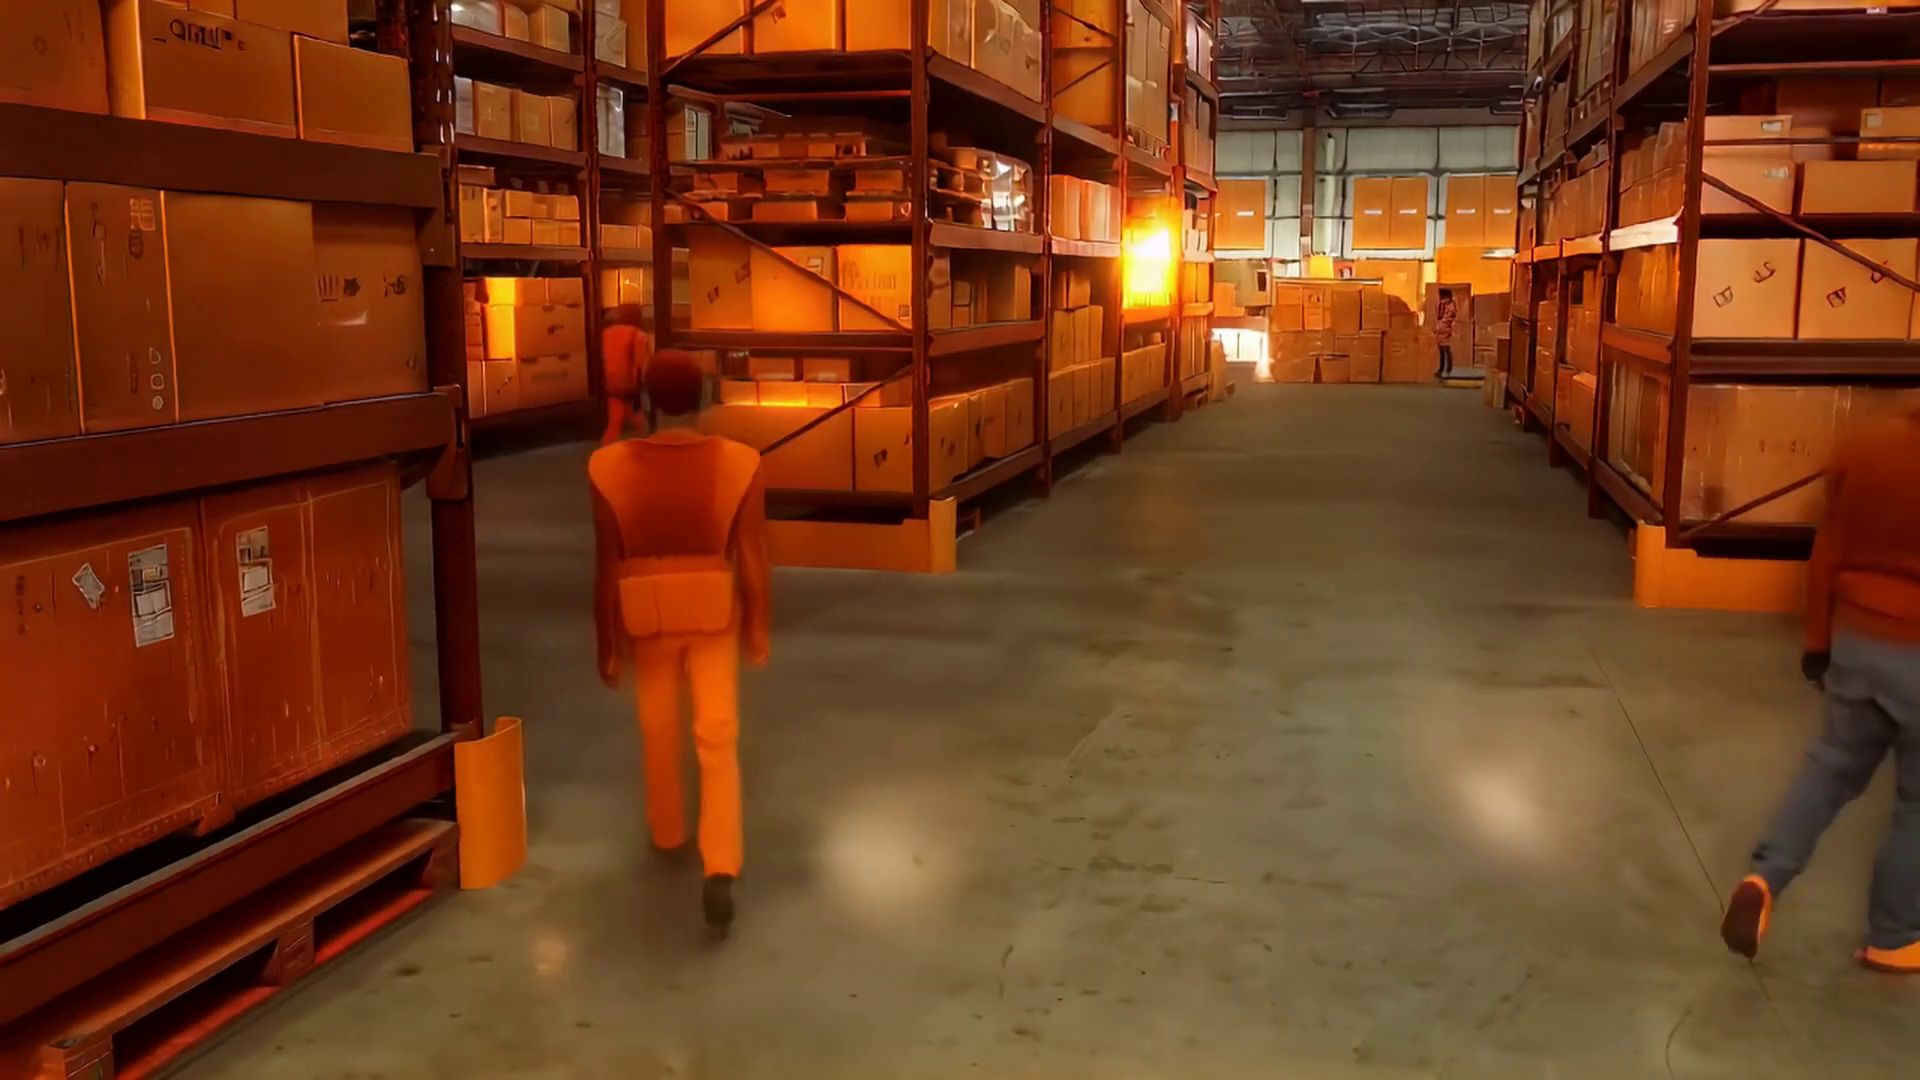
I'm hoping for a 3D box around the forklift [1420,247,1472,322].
[{"bbox_3d":[12.724,-6.180,43.035,1.129,2.768,1.873,-3,9,-19],"label":"forklift"}]

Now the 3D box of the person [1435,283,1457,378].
[{"bbox_3d":[9.882,-4.273,33.930,0.366,1.931,0.542,-2,9,-13],"label":"person"}]

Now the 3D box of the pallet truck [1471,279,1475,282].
[{"bbox_3d":[18.896,-8.459,60.307,1.885,1.965,0.823,5,10,31],"label":"pallet truck"}]

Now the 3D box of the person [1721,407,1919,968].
[{"bbox_3d":[2.616,0.364,4.687,0.733,1.867,0.699,-4,10,-25],"label":"person"}]

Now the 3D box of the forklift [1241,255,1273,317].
[{"bbox_3d":[10.551,-8.662,58.805,1.129,2.768,1.873,2,9,15],"label":"forklift"}]

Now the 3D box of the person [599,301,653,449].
[{"bbox_3d":[-3.317,-1.445,16.389,0.629,1.815,0.764,4,10,25],"label":"person"}]

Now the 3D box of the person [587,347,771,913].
[{"bbox_3d":[-0.901,0.280,5.407,0.588,1.806,0.914,-1,9,-9],"label":"person"}]
